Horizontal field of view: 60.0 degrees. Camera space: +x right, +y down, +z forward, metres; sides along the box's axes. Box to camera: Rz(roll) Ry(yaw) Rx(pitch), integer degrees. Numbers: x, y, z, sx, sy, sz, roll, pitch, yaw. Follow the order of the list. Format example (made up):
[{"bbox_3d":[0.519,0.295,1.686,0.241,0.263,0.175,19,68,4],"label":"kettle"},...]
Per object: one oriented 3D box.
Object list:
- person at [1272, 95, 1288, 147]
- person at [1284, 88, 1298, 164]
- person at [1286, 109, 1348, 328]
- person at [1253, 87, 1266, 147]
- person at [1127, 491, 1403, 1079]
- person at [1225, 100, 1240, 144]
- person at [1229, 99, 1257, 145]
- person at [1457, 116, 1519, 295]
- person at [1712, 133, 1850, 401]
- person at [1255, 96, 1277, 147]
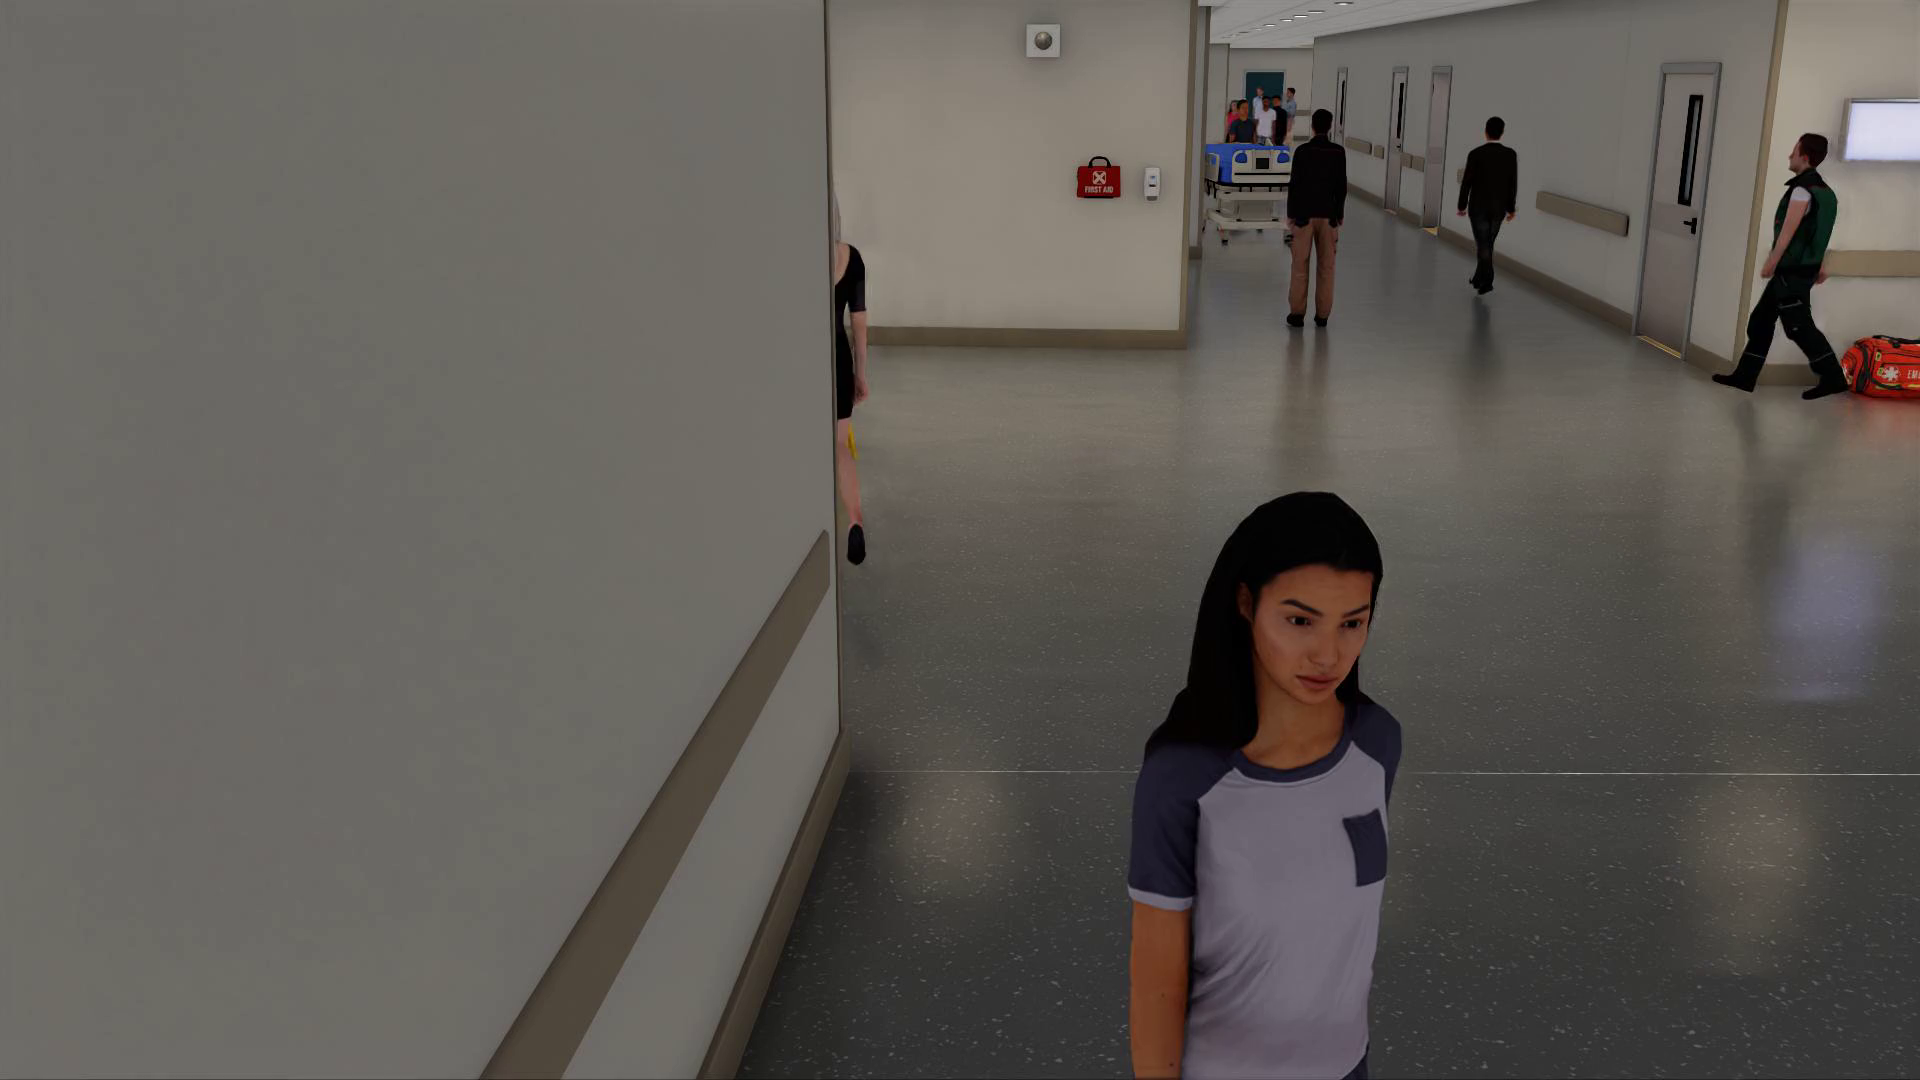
[{"bbox_3d":[7.232,-9.277,38.013,1.078,1.706,0.922,6,17,21],"label":"person"},{"bbox_3d":[8.371,-10.543,42.246,0.621,1.848,0.689,-2,16,-6],"label":"person"},{"bbox_3d":[3.194,-2.899,14.987,0.598,1.926,0.791,-1,16,-5],"label":"person"},{"bbox_3d":[8.656,-12.049,47.689,1.164,1.793,0.894,5,16,16],"label":"person"},{"bbox_3d":[0.406,0.773,2.322,0.635,1.732,0.723,-9,18,-30],"label":"person"},{"bbox_3d":[5.925,-8.592,35.753,1.096,1.616,0.841,6,17,19],"label":"person"},{"bbox_3d":[4.511,-6.172,26.843,0.826,1.793,0.892,-8,17,-25],"label":"person"},{"bbox_3d":[5.375,-3.348,16.886,1.119,1.760,0.817,0,16,1],"label":"person"},{"bbox_3d":[5.832,-1.841,11.454,1.224,1.804,1.031,12,20,36],"label":"person"},{"bbox_3d":[6.694,-8.823,36.407,1.000,1.705,0.837,5,16,17],"label":"person"}]
